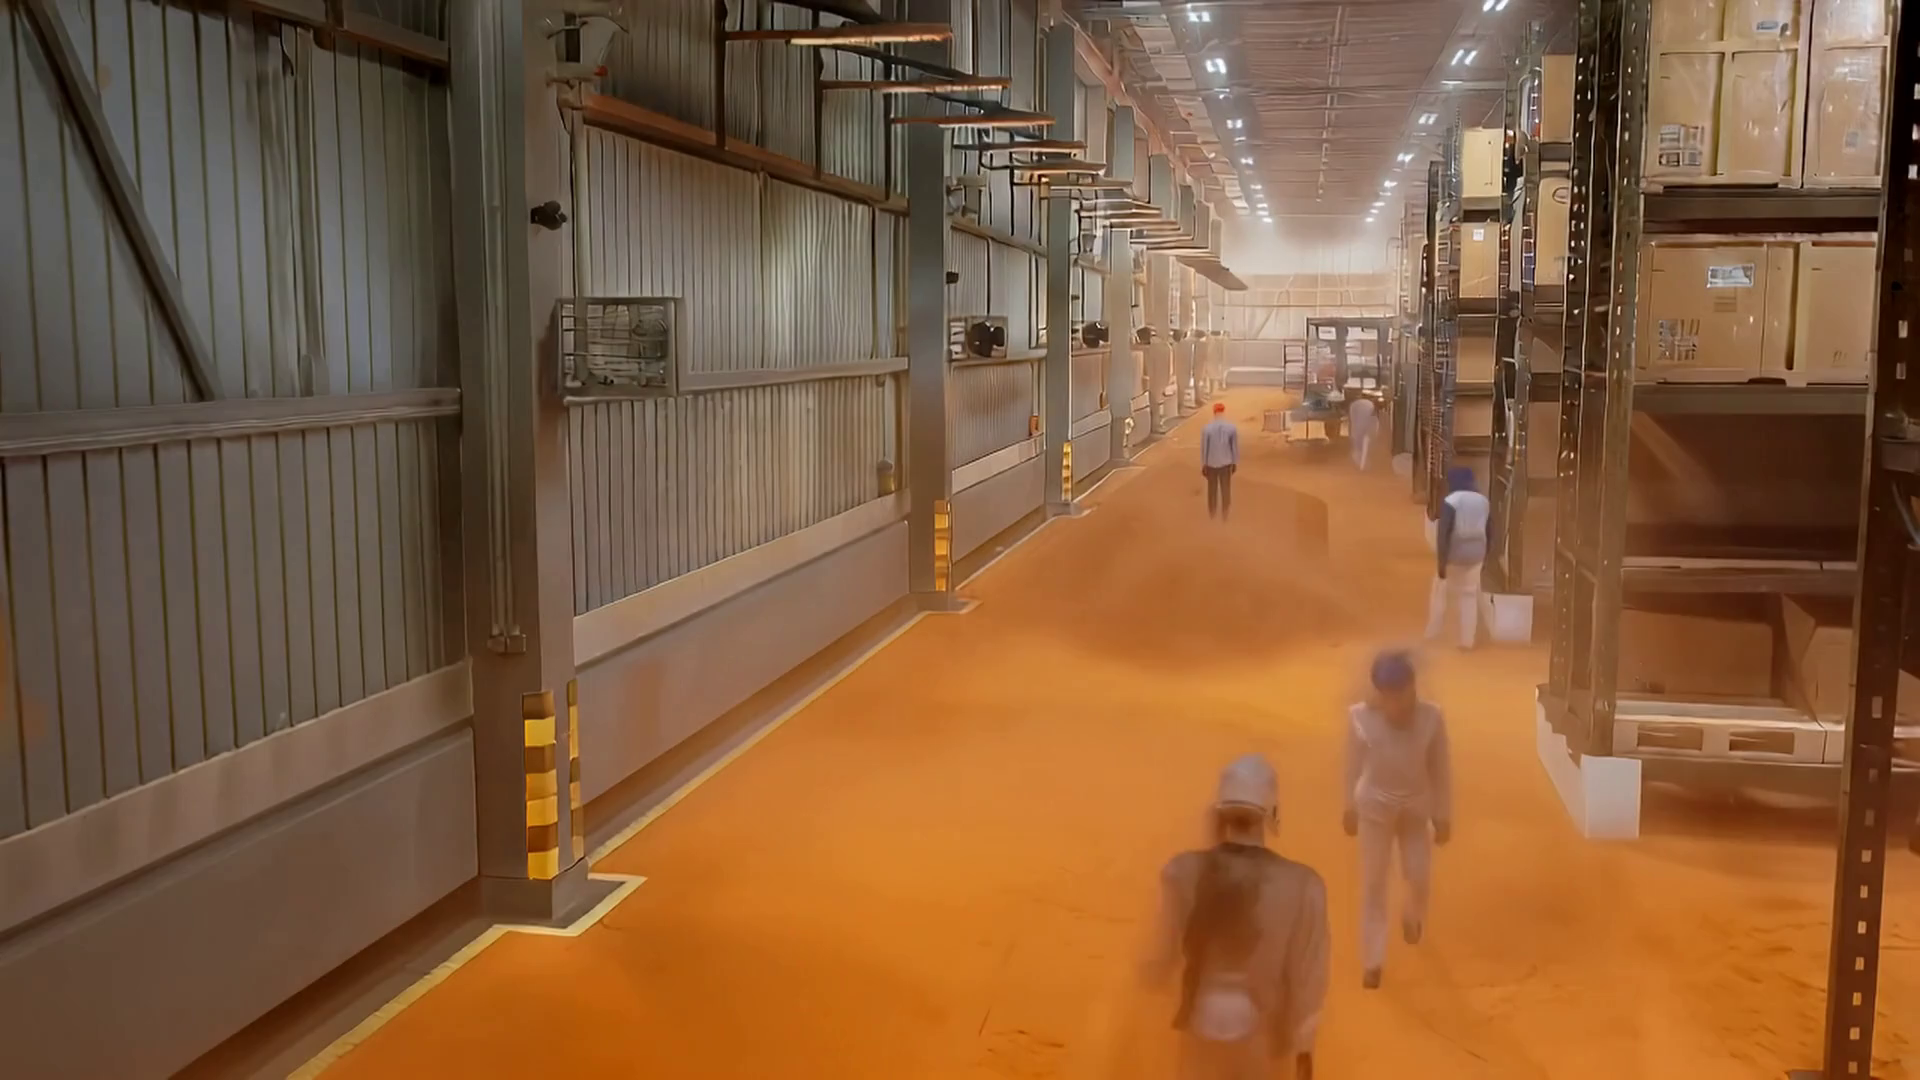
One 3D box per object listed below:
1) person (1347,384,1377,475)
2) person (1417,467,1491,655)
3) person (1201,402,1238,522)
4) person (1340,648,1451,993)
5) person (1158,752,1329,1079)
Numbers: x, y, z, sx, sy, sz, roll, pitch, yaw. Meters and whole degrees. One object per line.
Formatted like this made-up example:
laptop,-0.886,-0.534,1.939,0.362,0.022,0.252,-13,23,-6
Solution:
person,8.765,-2.420,36.367,0.658,1.965,0.841,1,7,5
person,4.804,0.195,16.137,0.656,1.804,0.742,-3,8,-23
person,4.236,-1.271,27.172,0.618,1.972,0.862,1,7,5
person,2.091,1.297,8.016,0.516,1.615,0.658,2,7,15
person,0.909,1.561,5.426,0.575,1.735,0.479,3,8,22
